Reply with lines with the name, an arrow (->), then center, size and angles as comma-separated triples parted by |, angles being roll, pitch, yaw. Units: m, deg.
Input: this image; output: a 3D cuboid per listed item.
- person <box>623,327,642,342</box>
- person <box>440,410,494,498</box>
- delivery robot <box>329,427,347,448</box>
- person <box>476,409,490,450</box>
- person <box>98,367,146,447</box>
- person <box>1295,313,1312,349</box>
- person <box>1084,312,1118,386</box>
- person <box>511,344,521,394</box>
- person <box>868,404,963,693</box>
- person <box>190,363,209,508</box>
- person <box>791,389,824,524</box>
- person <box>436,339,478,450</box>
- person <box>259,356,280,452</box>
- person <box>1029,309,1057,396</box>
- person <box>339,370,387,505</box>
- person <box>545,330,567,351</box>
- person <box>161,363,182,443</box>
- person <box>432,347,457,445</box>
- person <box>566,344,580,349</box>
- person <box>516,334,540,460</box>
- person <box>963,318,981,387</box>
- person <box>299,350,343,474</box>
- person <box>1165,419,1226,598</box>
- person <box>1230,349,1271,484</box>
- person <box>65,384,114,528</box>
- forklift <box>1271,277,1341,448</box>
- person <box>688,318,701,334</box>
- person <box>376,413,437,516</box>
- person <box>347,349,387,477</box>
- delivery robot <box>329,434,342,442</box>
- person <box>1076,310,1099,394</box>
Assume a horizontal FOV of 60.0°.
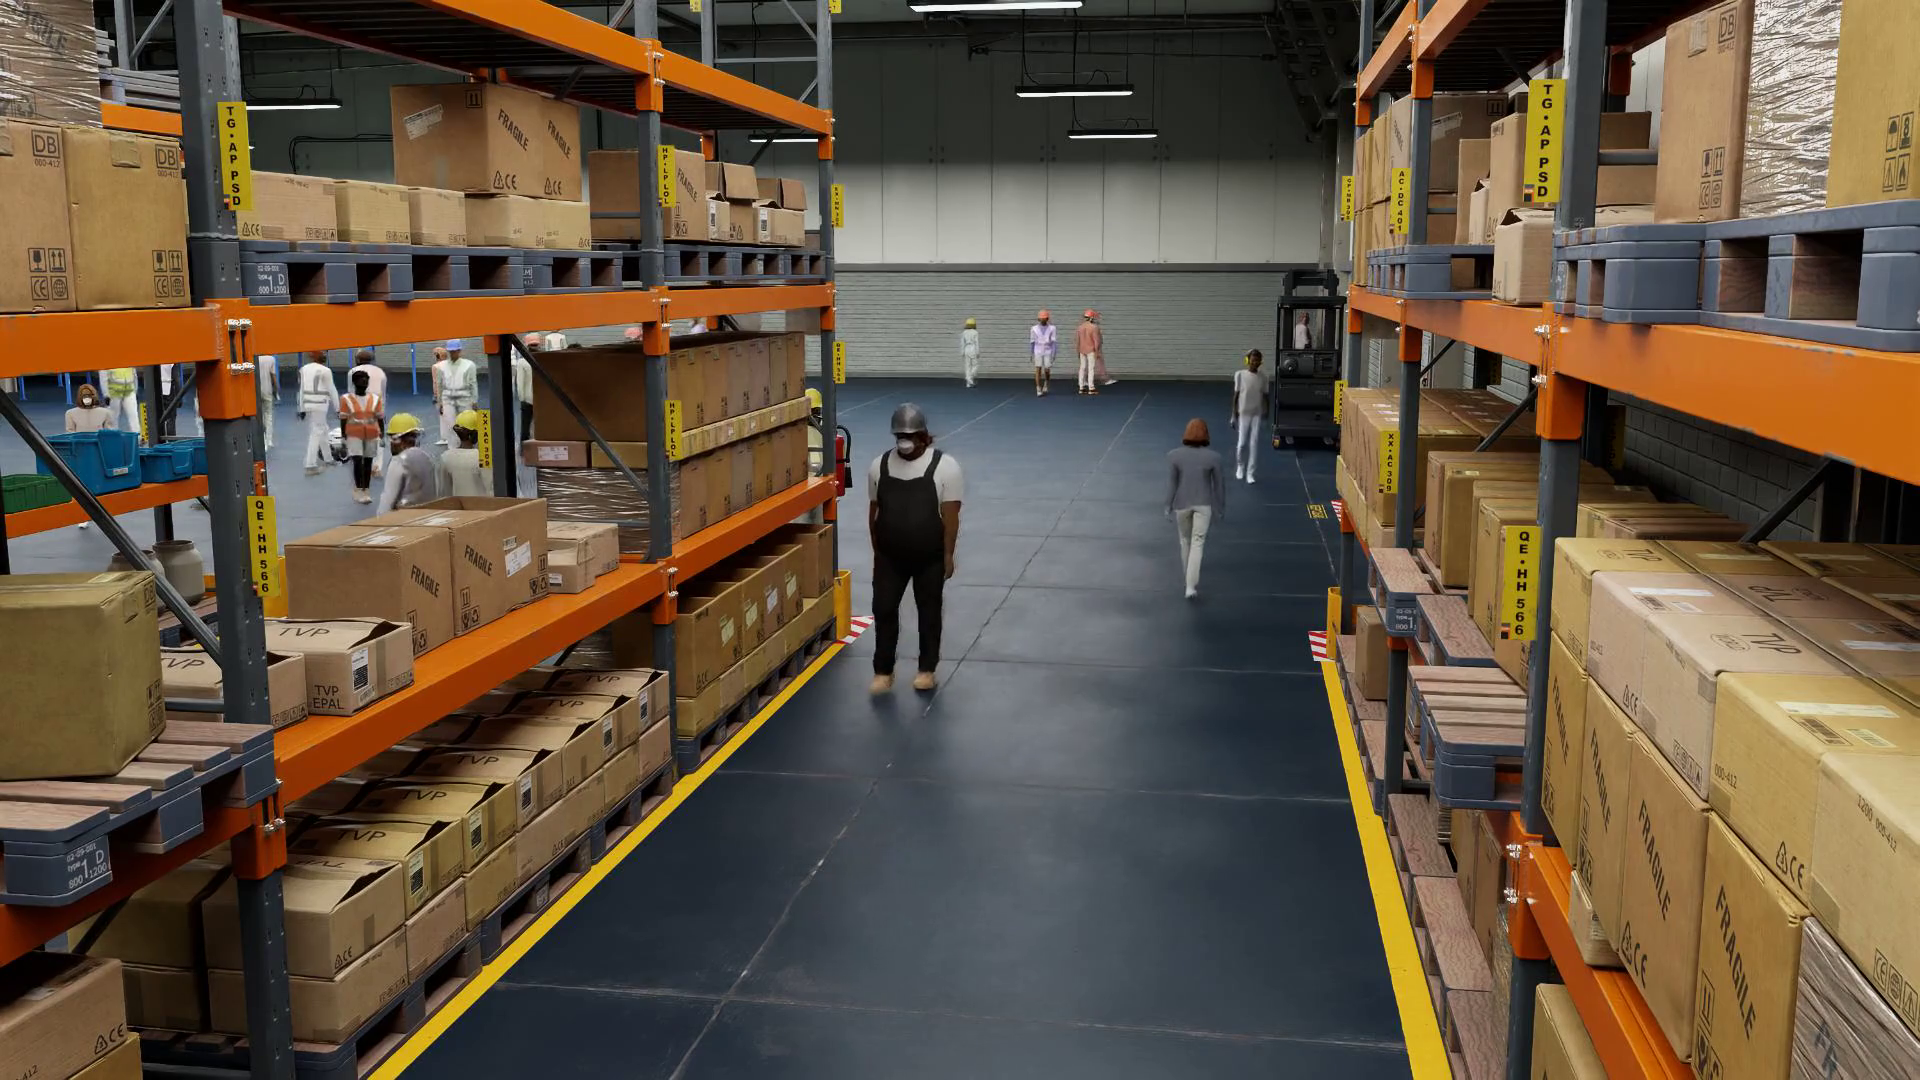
person -> -5.628, -2.815, 29.572 | 1.105, 1.924, 0.626 | -2, 9, -10
person -> -4.075, -0.199, 13.892 | 0.531, 1.768, 0.311 | 3, 10, 19
delivery robot -> -9.663, -1.599, 26.094 | 0.707, 0.478, 0.477 | -8, 12, -41
person -> -4.196, -0.376, 15.275 | 0.738, 1.668, 0.534 | 1, 9, 9
person -> -13.820, -2.401, 27.427 | 1.004, 1.778, 0.664 | 7, 12, 38
person -> 8.345, -4.572, 40.499 | 0.462, 1.904, 0.700 | -1, 9, -6
person -> 3.485, -4.833, 42.168 | 0.981, 1.854, 0.657 | -2, 9, -12
person -> -10.295, -4.026, 37.984 | 0.522, 1.607, 0.814 | -4, 10, -23
person -> -0.346, 0.078, 11.466 | 0.687, 2.000, 0.745 | 2, 9, 12
person -> -9.225, -1.338, 20.578 | 0.598, 1.873, 0.645 | 8, 12, 40
person -> -1.386, -0.501, 15.545 | 0.404, 1.830, 0.602 | 8, 13, 42
person -> -7.569, -2.094, 25.088 | 0.612, 1.931, 0.619 | -1, 9, -5
person -> -11.413, -2.377, 27.127 | 0.544, 1.830, 0.829 | -5, 11, -29
person -> 1.935, -4.374, 38.836 | 0.629, 2.025, 0.545 | 0, 9, 2
person -> -7.445, -1.281, 20.796 | 0.548, 1.672, 0.649 | -7, 11, -36
person -> -9.785, -4.423, 40.331 | 0.514, 1.639, 0.310 | -2, 9, -10
person -> -12.568, -2.271, 26.229 | 0.587, 1.912, 0.376 | 0, 9, 1
person -> -8.677, -2.418, 27.957 | 0.315, 1.641, 0.515 | 3, 10, 21
person -> -5.265, -1.732, 22.890 | 0.613, 1.909, 0.971 | -1, 9, -5
person -> -6.545, -2.177, 25.495 | 0.611, 1.947, 0.978 | -6, 11, -33
person -> 0.296, -4.721, 41.868 | 0.511, 1.727, 0.374 | 6, 11, 35
person -> -9.222, -1.905, 24.133 | 0.580, 1.851, 0.849 | 6, 11, 34
person -> 2.139, -0.302, 15.063 | 0.524, 1.579, 0.869 | 3, 10, 16
person -> 4.007, -1.706, 22.902 | 0.563, 1.856, 0.396 | 0, 9, -2
person -> -9.930, -0.965, 19.020 | 0.500, 1.633, 0.285 | -5, 11, -30
forklift -> 5.847, -3.016, 27.970 | 1.129, 2.768, 1.873 | 1, 9, 9
person -> -6.201, -4.325, 38.934 | 0.397, 1.895, 0.699 | -3, 10, -18
person -> -4.477, -0.119, 13.363 | 0.913, 1.778, 0.591 | 0, 9, 1
person -> -8.414, -1.798, 23.586 | 0.492, 1.820, 0.654 | 6, 11, 33
delivery robot -> -9.455, -1.655, 25.640 | 0.335, 0.223, 0.698 | 7, 12, 37
person -> 3.062, -4.480, 39.590 | 0.623, 1.992, 0.396 | 8, 12, 41
